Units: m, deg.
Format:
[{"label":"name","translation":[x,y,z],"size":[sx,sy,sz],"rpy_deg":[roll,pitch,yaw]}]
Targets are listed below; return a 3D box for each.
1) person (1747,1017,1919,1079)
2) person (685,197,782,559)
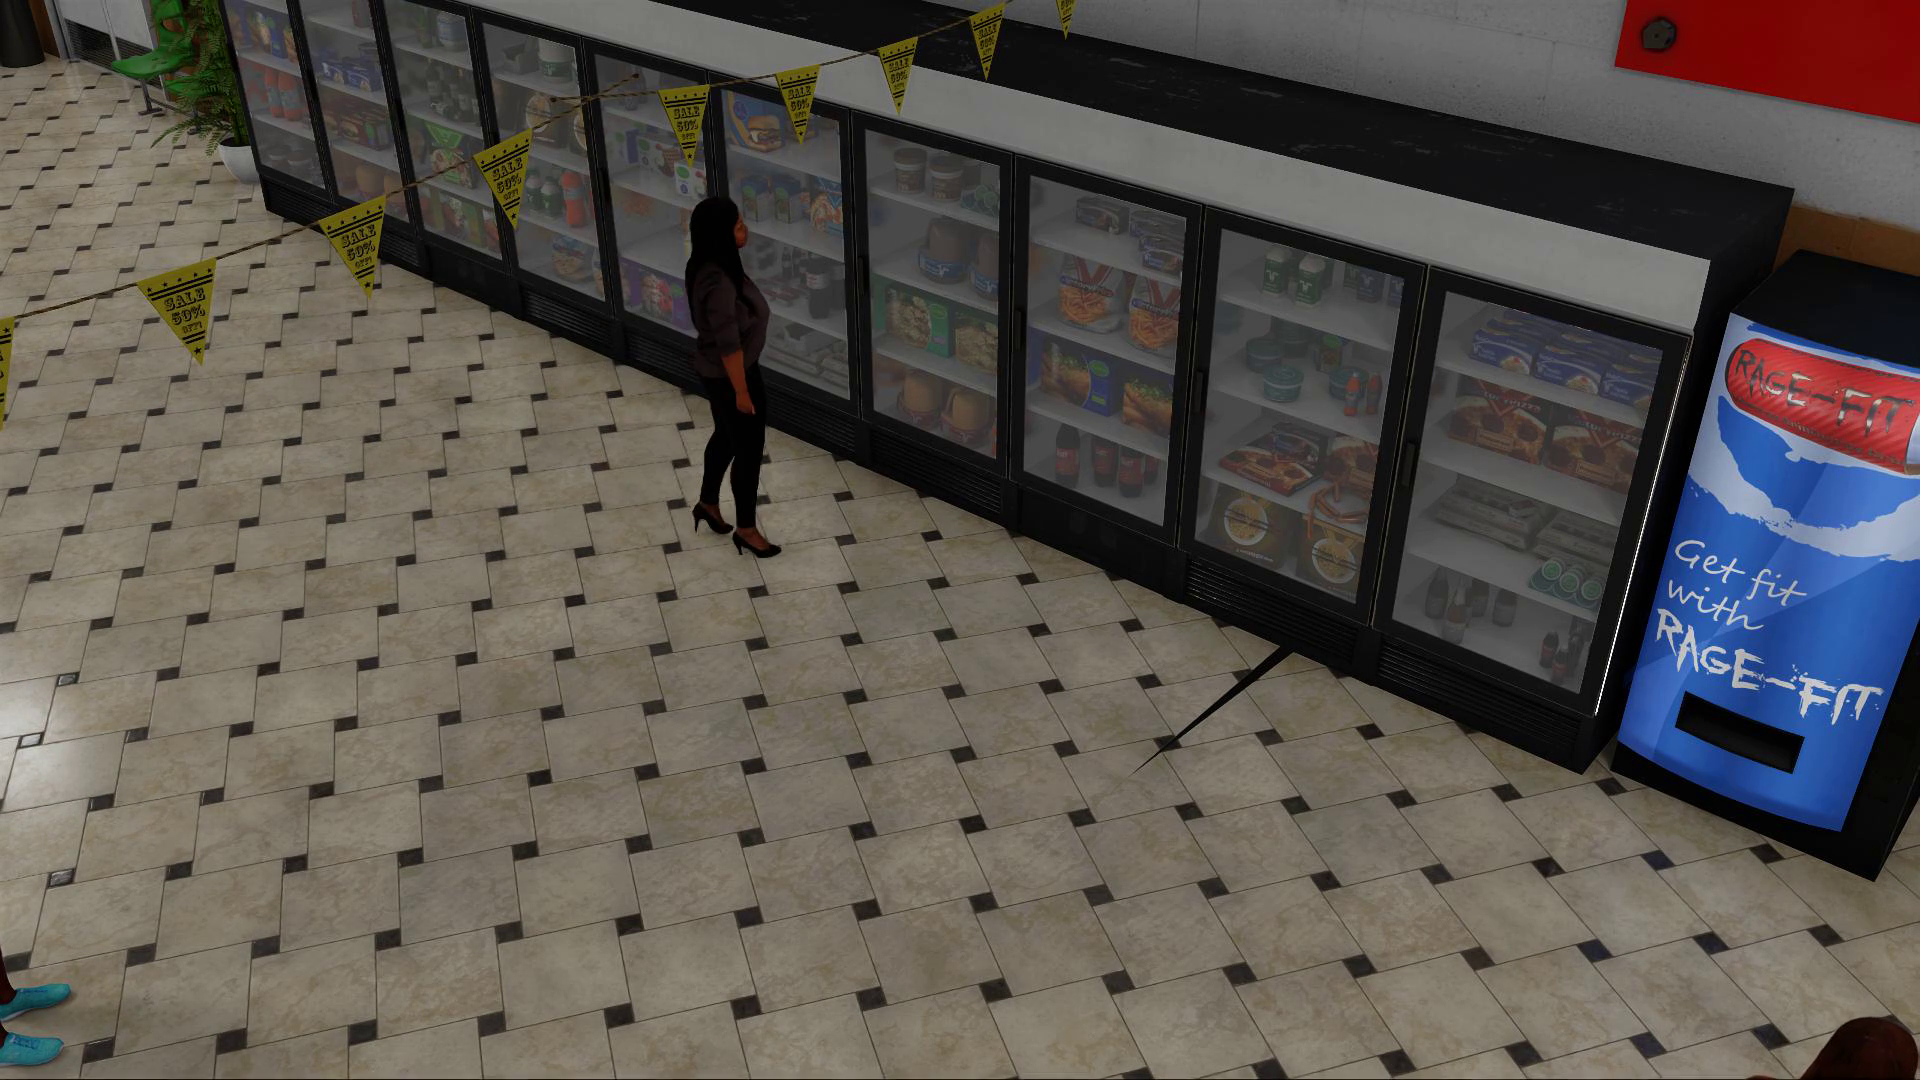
[{"label":"person","translation":[1.924,1.793,4.011],"size":[0.668,1.716,0.671],"rpy_deg":[-18,36,-26]},{"label":"person","translation":[-1.139,-0.767,7.999],"size":[0.806,1.850,0.773],"rpy_deg":[-11,33,-17]}]
